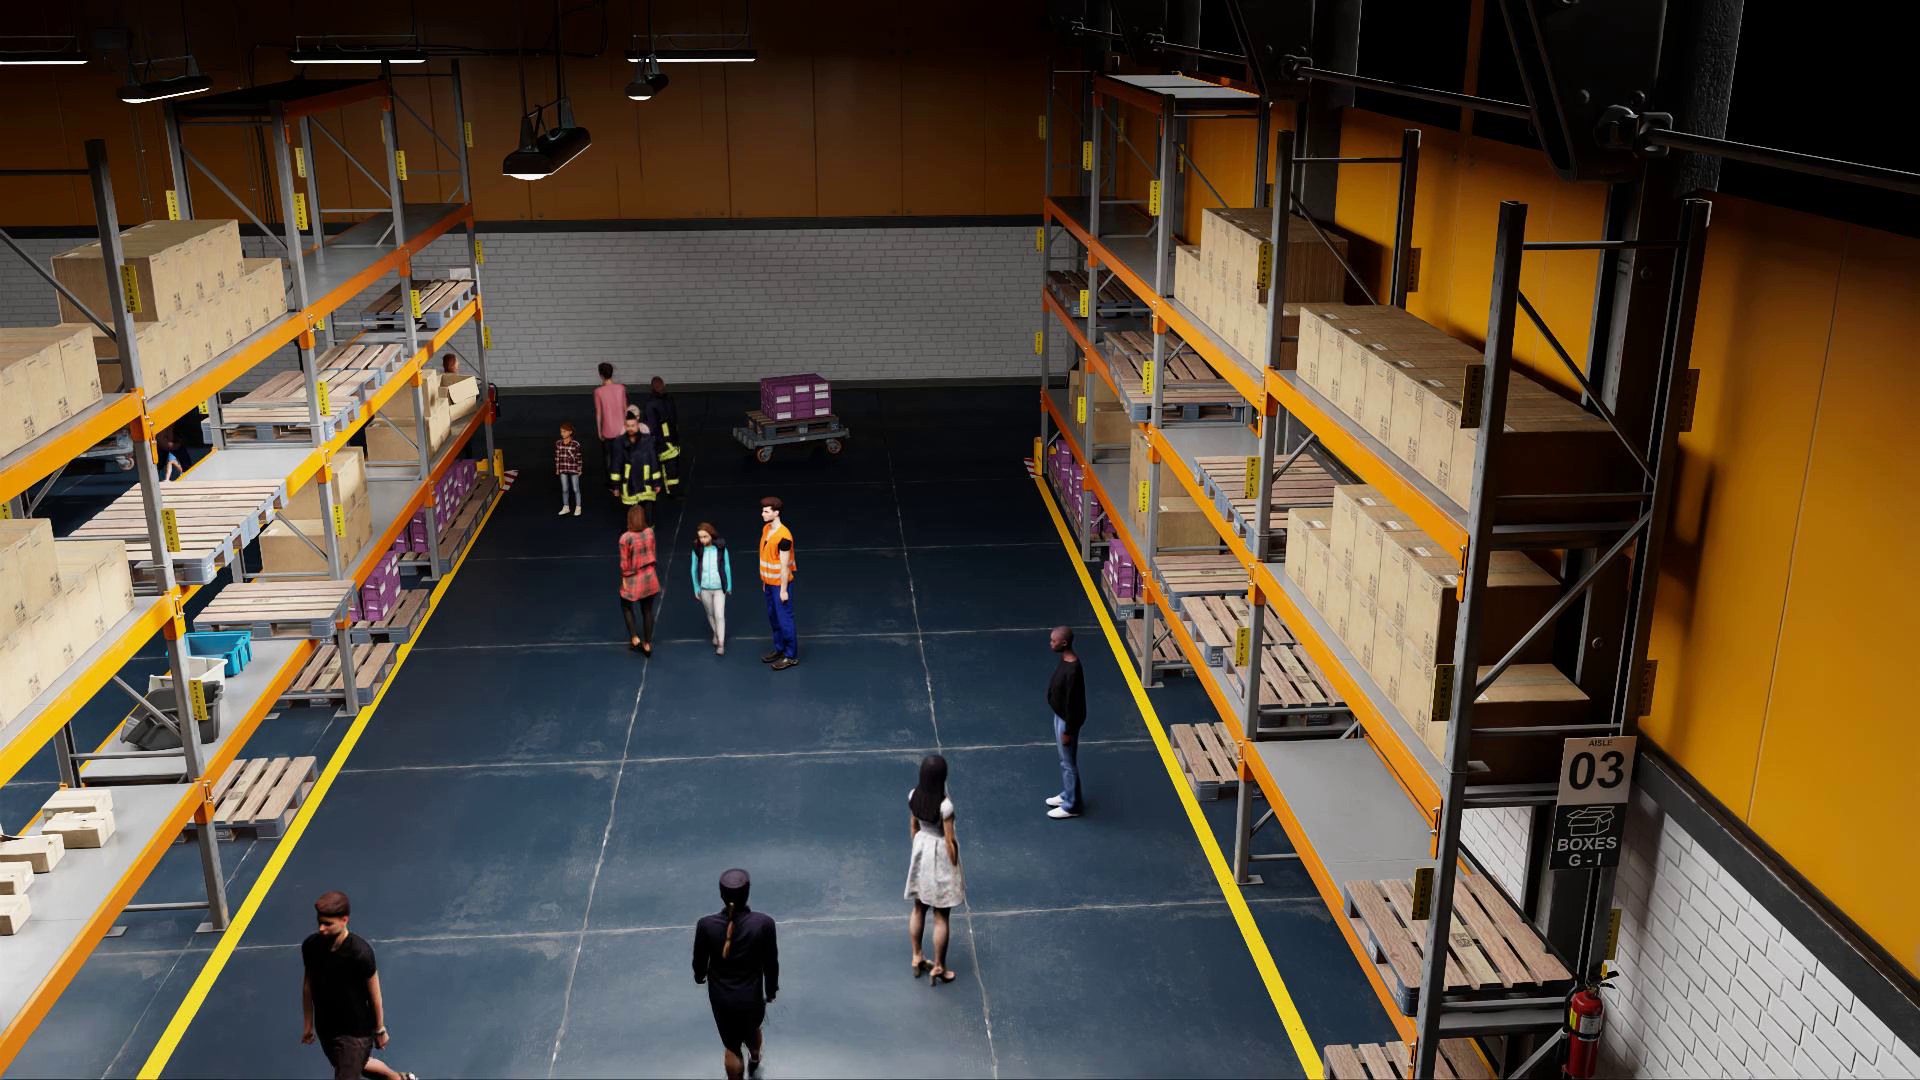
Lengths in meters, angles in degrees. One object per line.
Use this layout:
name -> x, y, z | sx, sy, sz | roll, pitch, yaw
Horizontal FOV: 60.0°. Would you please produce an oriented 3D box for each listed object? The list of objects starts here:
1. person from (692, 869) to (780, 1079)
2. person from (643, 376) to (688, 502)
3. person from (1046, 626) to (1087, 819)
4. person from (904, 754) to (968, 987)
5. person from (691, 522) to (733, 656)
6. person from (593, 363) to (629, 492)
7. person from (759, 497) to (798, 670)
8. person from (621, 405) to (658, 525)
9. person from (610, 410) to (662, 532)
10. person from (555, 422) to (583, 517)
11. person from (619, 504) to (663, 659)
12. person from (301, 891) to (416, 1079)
person -> -1.429, 2.939, 10.621 | 0.729, 1.652, 0.894 | -3, 19, -9
person -> -4.239, -1.444, 23.406 | 1.108, 1.798, 1.110 | 7, 20, 20
person -> 0.955, 1.572, 14.537 | 0.663, 1.744, 0.495 | -3, 19, -8
person -> -0.194, 2.386, 12.080 | 0.778, 1.770, 0.842 | 16, 24, 39
person -> -2.715, 0.492, 18.191 | 0.566, 1.458, 0.873 | -1, 19, -4
person -> -4.838, -1.499, 23.364 | 0.859, 1.929, 1.035 | -6, 20, -18
person -> -1.930, 0.433, 17.701 | 0.813, 1.882, 0.705 | -10, 21, -27
person -> -4.341, -1.022, 22.348 | 0.608, 1.674, 0.698 | -4, 19, -11
person -> -4.126, -0.773, 21.332 | 0.774, 1.851, 0.726 | -1, 19, -4
person -> -5.361, -0.987, 22.822 | 0.574, 1.305, 0.563 | 2, 19, 7
person -> -3.398, 0.464, 17.922 | 0.738, 1.684, 0.777 | -15, 24, -37
person -> -3.733, 2.962, 10.269 | 1.054, 1.833, 1.297 | 8, 20, 22
